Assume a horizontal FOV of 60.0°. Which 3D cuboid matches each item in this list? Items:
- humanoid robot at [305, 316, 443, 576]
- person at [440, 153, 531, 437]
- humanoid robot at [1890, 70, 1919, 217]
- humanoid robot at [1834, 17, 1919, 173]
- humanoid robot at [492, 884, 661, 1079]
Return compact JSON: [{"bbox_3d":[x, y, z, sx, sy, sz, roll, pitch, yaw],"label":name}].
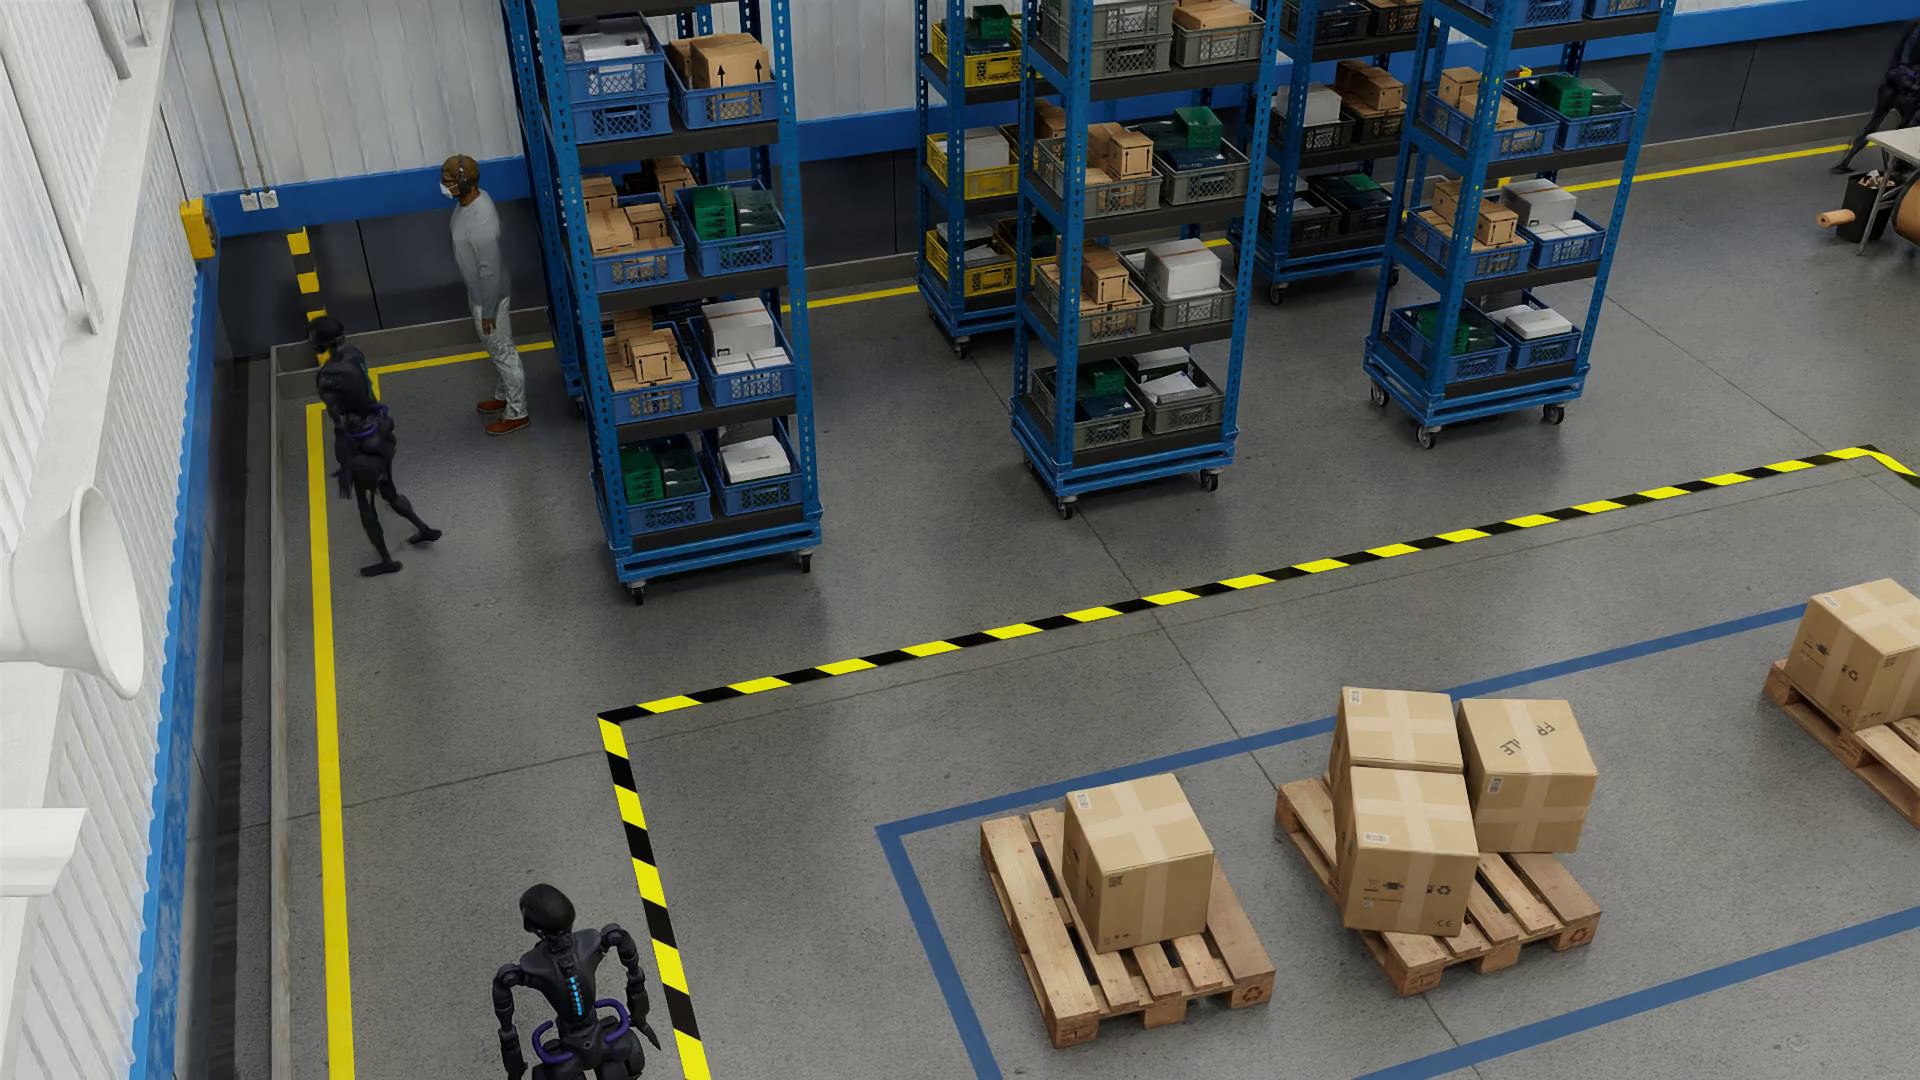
[{"bbox_3d":[-3.394,-0.551,9.630,0.463,1.646,0.609,2,35,2],"label":"humanoid robot"},{"bbox_3d":[-3.106,-1.599,10.875,0.373,1.939,0.628,-12,37,-17],"label":"person"},{"bbox_3d":[8.031,-3.421,13.685,0.590,1.643,0.401,27,43,33],"label":"humanoid robot"},{"bbox_3d":[8.223,-3.957,14.499,0.789,1.634,0.599,-7,36,-9],"label":"humanoid robot"},{"bbox_3d":[-1.402,1.890,6.140,0.599,1.658,0.315,-18,39,-23],"label":"humanoid robot"}]
